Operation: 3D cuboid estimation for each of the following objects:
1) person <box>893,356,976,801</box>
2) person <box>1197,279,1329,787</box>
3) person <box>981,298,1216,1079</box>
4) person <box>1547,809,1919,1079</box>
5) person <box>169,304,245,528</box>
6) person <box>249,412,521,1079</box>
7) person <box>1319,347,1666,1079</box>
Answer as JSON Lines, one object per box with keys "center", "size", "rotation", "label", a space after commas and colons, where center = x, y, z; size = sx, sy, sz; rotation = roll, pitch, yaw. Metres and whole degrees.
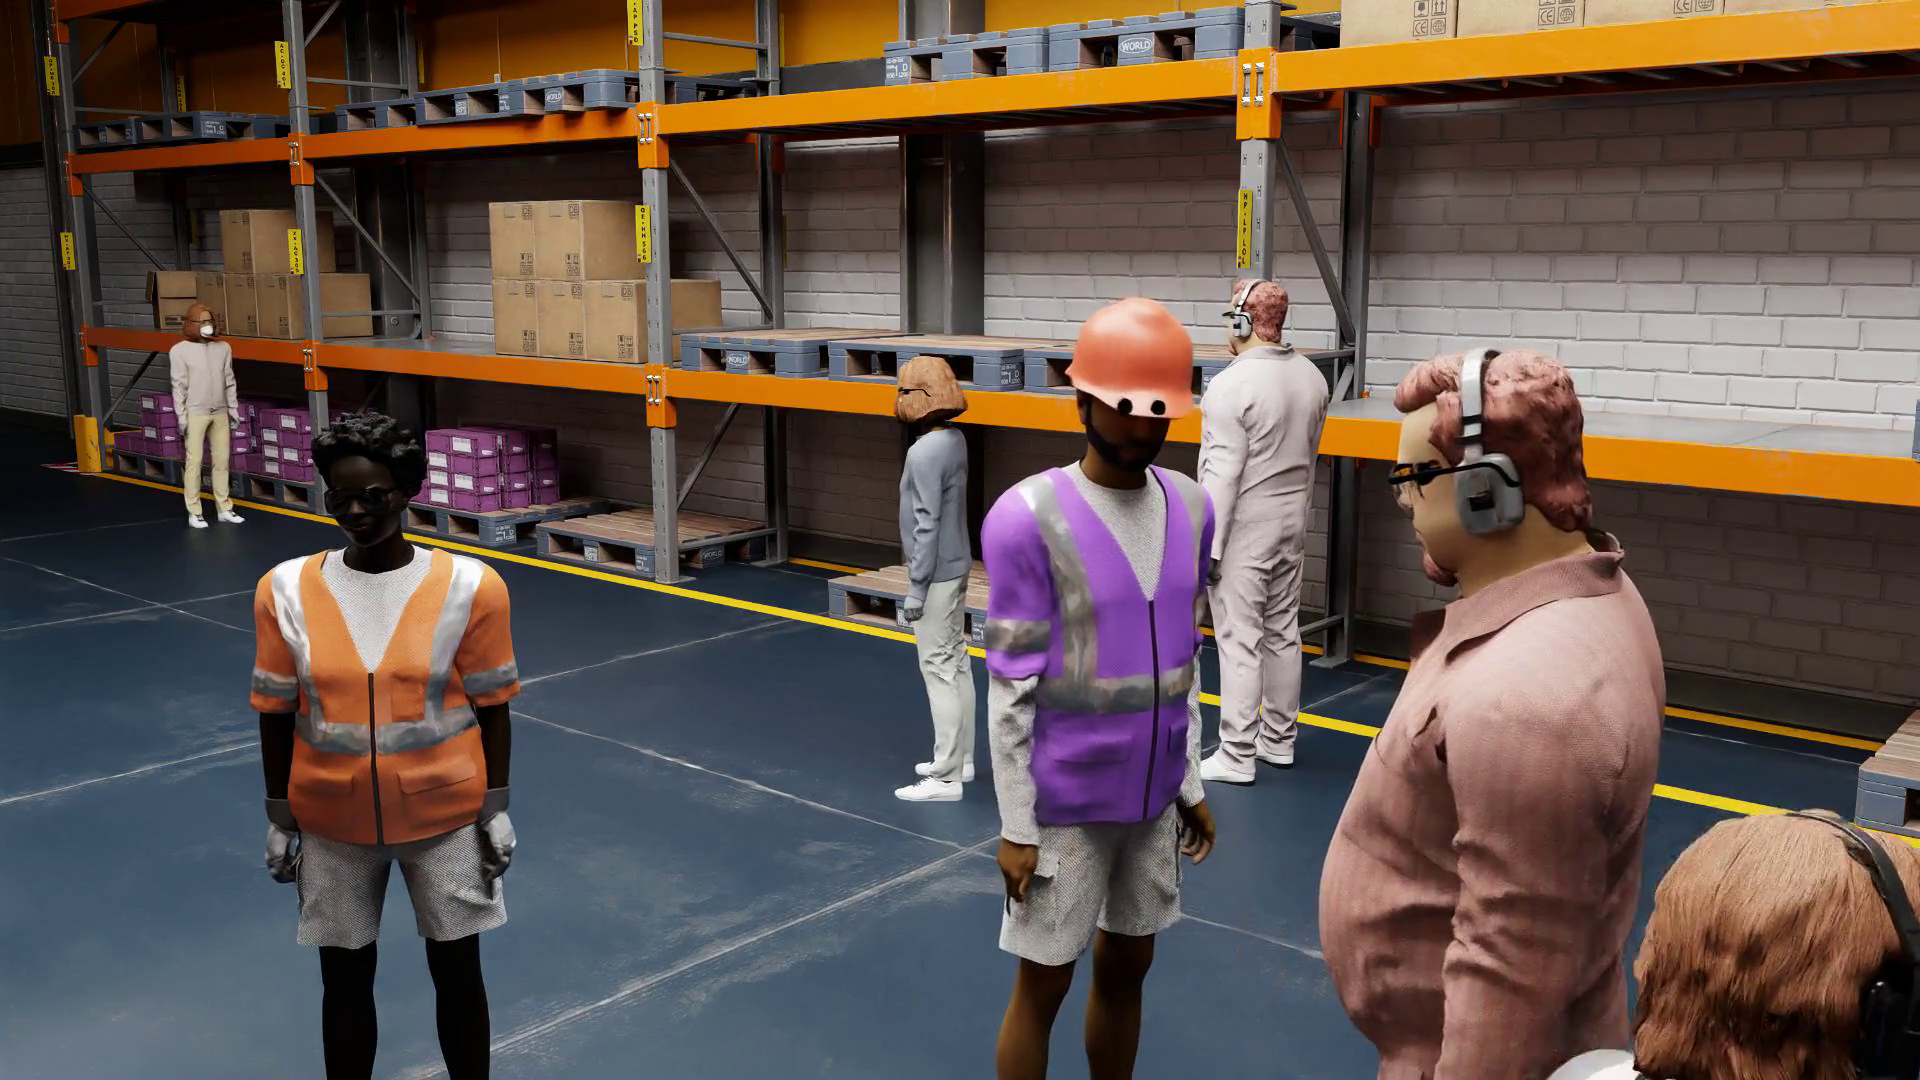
{"center": [-0.095, 0.144, 6.117], "size": [0.269, 1.632, 0.504], "rotation": [3, 10, 15], "label": "person"}
{"center": [1.097, -0.026, 6.311], "size": [0.410, 1.909, 0.643], "rotation": [10, 14, 44], "label": "person"}
{"center": [0.303, 0.495, 3.284], "size": [0.547, 1.928, 0.385], "rotation": [-7, 12, -35], "label": "person"}
{"center": [0.607, 1.002, 1.348], "size": [0.851, 1.581, 0.519], "rotation": [1, 10, 7], "label": "person"}
{"center": [-5.480, -0.900, 12.102], "size": [0.284, 1.626, 0.500], "rotation": [6, 12, 30], "label": "person"}
{"center": [-1.187, 0.578, 3.470], "size": [0.539, 1.696, 0.317], "rotation": [-2, 10, -9], "label": "person"}
{"center": [0.669, 0.702, 2.187], "size": [0.407, 1.902, 0.639], "rotation": [4, 11, 24], "label": "person"}
